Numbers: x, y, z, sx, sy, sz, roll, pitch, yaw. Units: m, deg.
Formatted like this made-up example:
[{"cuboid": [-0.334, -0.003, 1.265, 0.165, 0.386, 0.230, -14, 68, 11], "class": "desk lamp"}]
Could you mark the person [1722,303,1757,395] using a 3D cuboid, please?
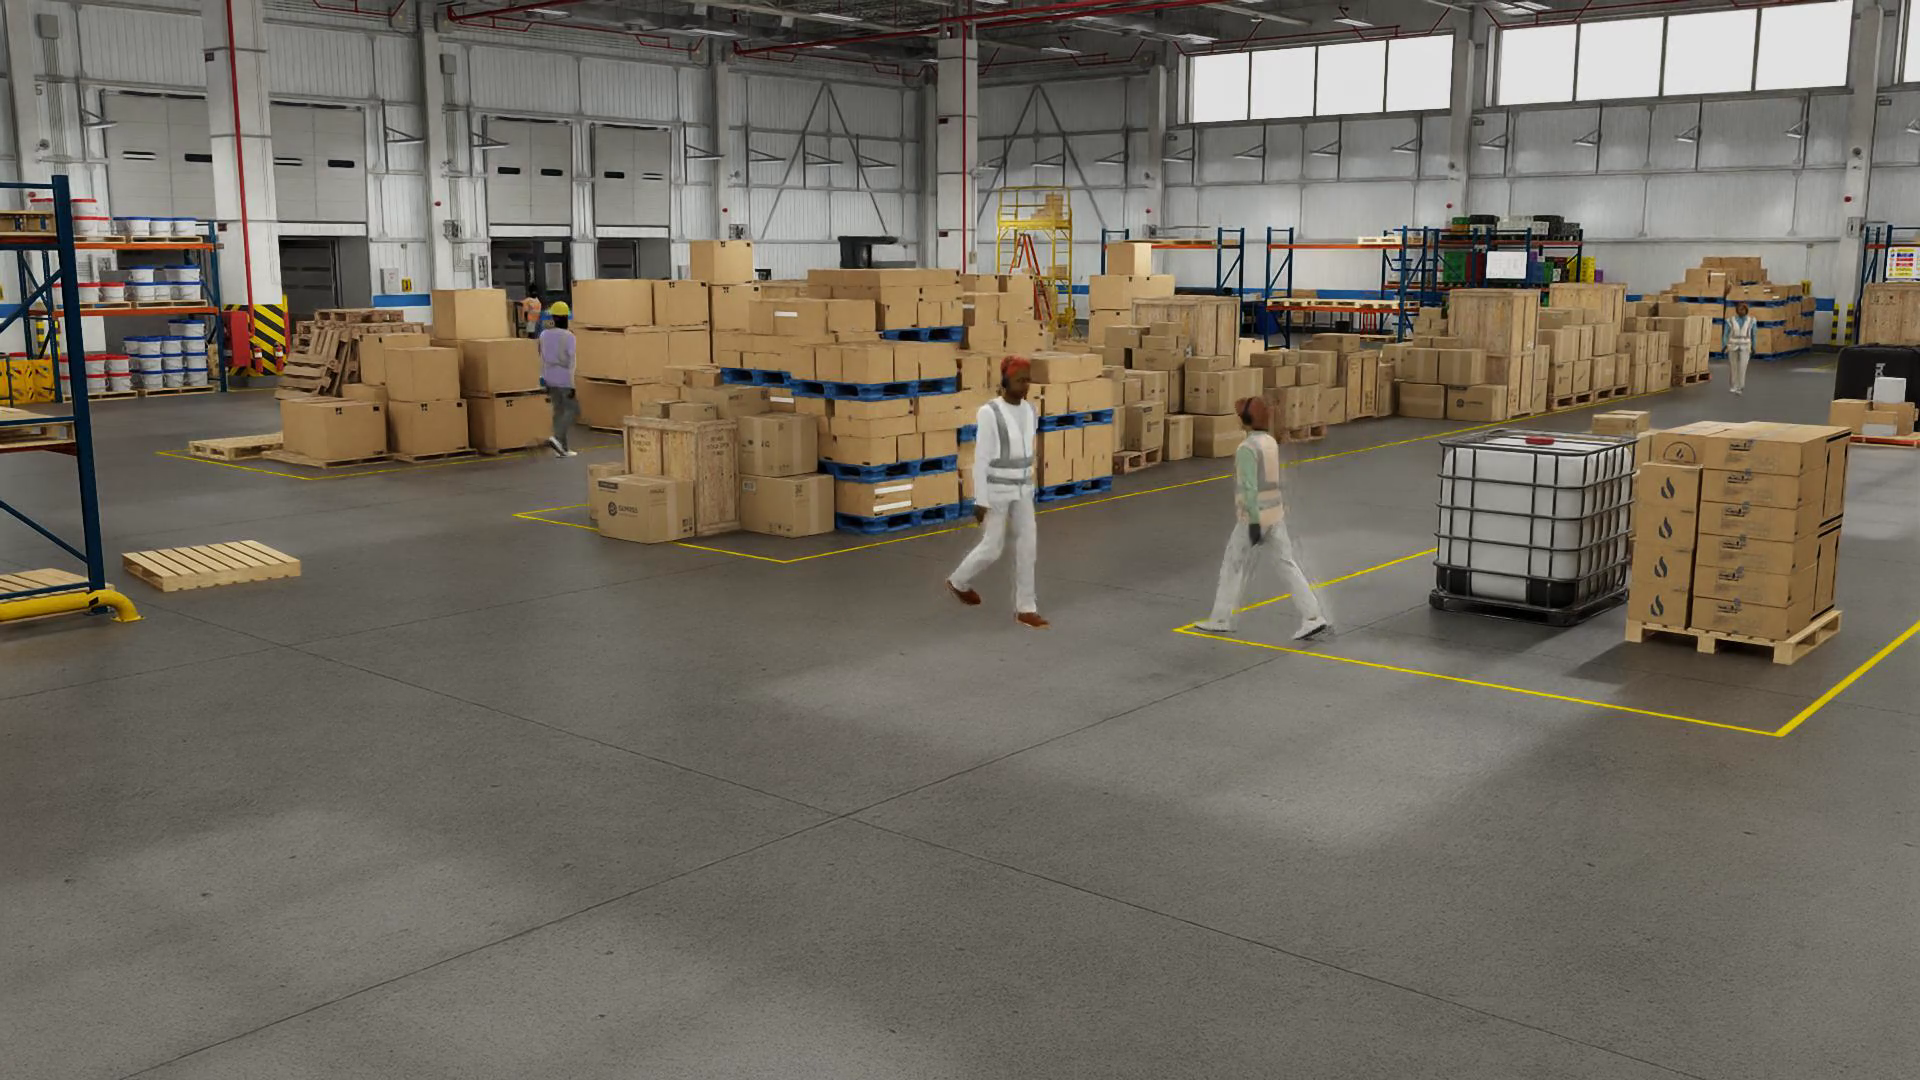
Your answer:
[{"cuboid": [13.653, -3.358, 29.145, 0.531, 1.605, 0.824, 5, 11, 27], "class": "person"}]

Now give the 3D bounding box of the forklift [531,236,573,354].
[{"cuboid": [-9.601, -5.790, 39.356, 1.873, 2.768, 1.129, 8, 13, 40], "class": "forklift"}]

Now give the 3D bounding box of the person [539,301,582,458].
[{"cuboid": [-4.849, -1.932, 20.140, 0.590, 1.912, 0.471, 6, 11, 30], "class": "person"}]

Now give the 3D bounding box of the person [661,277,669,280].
[{"cuboid": [-6.345, -4.703, 35.889, 0.639, 1.928, 0.373, -5, 11, -28], "class": "person"}]

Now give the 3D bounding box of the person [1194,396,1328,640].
[{"cuboid": [2.010, -0.142, 10.867, 0.878, 1.592, 0.526, 7, 12, 34], "class": "person"}]

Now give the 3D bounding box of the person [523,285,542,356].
[{"cuboid": [-9.998, -5.143, 39.053, 0.317, 1.694, 0.533, 8, 13, 40], "class": "person"}]

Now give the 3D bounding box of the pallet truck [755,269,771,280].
[{"cuboid": [-4.996, -6.432, 45.525, 1.885, 1.965, 0.823, -6, 12, -32], "class": "pallet truck"}]

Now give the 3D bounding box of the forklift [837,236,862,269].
[{"cuboid": [-2.605, -5.837, 39.626, 1.873, 2.768, 1.129, 2, 10, 12], "class": "forklift"}]

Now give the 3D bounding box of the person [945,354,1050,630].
[{"cuboid": [0.248, -0.337, 11.255, 0.613, 1.856, 0.796, -10, 14, -44], "class": "person"}]
